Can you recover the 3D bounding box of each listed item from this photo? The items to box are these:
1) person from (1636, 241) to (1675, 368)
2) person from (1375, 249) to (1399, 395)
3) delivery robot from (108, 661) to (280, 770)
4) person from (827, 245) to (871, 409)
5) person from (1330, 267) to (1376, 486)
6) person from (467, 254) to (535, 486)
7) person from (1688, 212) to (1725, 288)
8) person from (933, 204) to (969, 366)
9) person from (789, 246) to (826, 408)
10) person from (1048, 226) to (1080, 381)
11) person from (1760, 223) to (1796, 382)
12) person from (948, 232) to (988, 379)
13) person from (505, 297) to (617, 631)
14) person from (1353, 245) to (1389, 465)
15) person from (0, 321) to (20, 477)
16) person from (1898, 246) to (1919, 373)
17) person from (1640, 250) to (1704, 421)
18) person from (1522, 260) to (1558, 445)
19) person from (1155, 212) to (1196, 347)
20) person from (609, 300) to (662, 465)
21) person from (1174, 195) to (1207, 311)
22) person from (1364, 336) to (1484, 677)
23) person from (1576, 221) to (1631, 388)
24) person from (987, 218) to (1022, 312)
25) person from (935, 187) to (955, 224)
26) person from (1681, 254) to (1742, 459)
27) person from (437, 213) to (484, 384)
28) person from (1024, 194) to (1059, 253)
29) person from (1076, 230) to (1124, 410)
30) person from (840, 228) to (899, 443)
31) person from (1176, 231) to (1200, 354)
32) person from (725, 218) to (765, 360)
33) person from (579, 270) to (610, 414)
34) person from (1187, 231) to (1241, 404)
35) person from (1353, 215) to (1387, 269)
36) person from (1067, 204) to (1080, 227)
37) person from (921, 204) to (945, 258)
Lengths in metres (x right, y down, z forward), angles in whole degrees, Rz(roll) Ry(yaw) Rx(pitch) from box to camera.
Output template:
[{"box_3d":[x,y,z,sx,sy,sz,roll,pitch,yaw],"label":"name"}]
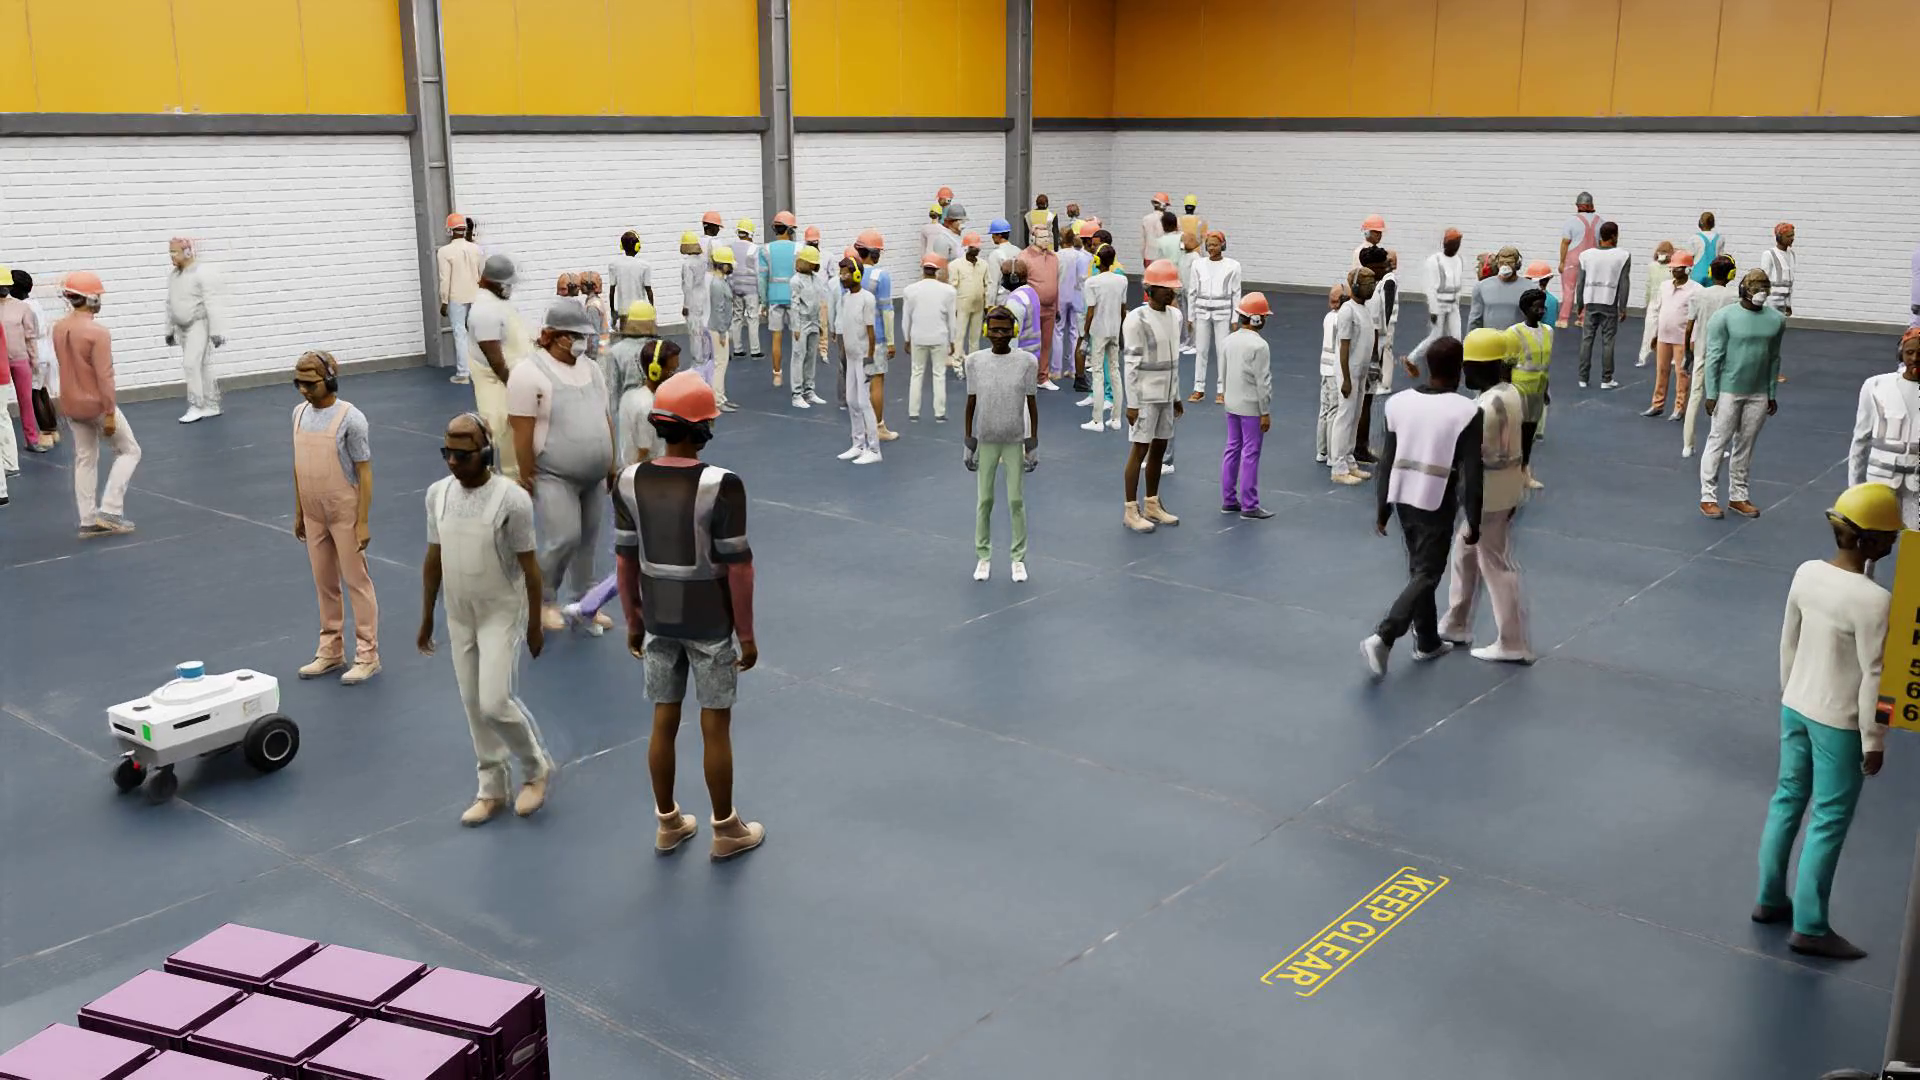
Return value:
[{"box_3d":[8.907,-2.986,21.021,0.832,1.591,0.542,-11,18,-38],"label":"person"},{"box_3d":[4.799,-2.463,18.830,0.308,1.640,0.511,1,14,5],"label":"person"},{"box_3d":[-3.564,0.809,7.763,0.477,0.478,0.707,10,17,33],"label":"delivery robot"},{"box_3d":[-1.137,-2.274,17.837,0.564,1.754,0.335,4,15,16],"label":"person"},{"box_3d":[3.356,-1.392,14.135,0.342,1.846,0.509,8,16,30],"label":"person"},{"box_3d":[-3.742,-1.347,13.557,0.541,2.000,0.945,0,14,-2],"label":"person"},{"box_3d":[10.284,-3.611,23.030,0.502,1.838,0.342,0,14,-2],"label":"person"},{"box_3d":[-0.028,-3.250,21.161,0.539,2.000,0.689,7,15,25],"label":"person"},{"box_3d":[-1.636,-2.309,18.026,0.325,1.733,0.487,9,16,31],"label":"person"},{"box_3d":[1.264,-2.824,19.889,0.516,1.835,0.358,-8,16,-28],"label":"person"},{"box_3d":[9.646,-2.796,19.669,0.578,1.883,0.353,-10,17,-34],"label":"person"},{"box_3d":[0.129,-2.818,20.021,0.563,1.750,0.334,-9,17,-32],"label":"person"},{"box_3d":[-2.311,-0.439,9.930,0.536,2.000,0.706,9,17,32],"label":"person"},{"box_3d":[3.647,-1.663,14.969,0.365,1.965,0.608,-2,14,-6],"label":"person"},{"box_3d":[-8.430,-1.406,14.410,0.354,1.739,0.570,-10,17,-36],"label":"person"},{"box_3d":[11.823,-2.945,20.251,0.645,1.895,0.401,-9,16,-31],"label":"person"},{"box_3d":[7.380,-2.109,17.181,0.332,1.753,0.561,-8,16,-30],"label":"person"},{"box_3d":[5.466,-1.785,15.889,0.334,1.749,0.575,11,18,38],"label":"person"},{"box_3d":[2.939,-3.479,22.444,0.681,1.864,0.427,-4,15,-16],"label":"person"},{"box_3d":[-2.400,-0.975,12.727,0.507,1.705,0.834,2,14,8],"label":"person"},{"box_3d":[3.638,-4.528,26.536,0.588,1.911,0.431,2,14,8],"label":"person"},{"box_3d":[2.551,-0.182,9.230,0.873,1.889,0.604,-12,18,-39],"label":"person"},{"box_3d":[7.440,-2.723,19.307,0.590,1.917,0.395,10,17,34],"label":"person"},{"box_3d":[0.511,-2.827,19.685,0.416,1.939,0.605,10,17,35],"label":"person"},{"box_3d":[-0.240,-4.877,27.750,0.376,1.997,0.612,-5,15,-21],"label":"person"},{"box_3d":[6.871,-1.666,15.180,0.531,1.870,0.317,11,18,37],"label":"person"},{"box_3d":[-5.874,-2.846,19.637,0.393,1.995,0.612,12,18,40],"label":"person"},{"box_3d":[1.412,-4.990,28.518,0.627,1.845,0.429,5,15,18],"label":"person"},{"box_3d":[1.535,-2.358,17.843,0.390,1.920,0.588,-7,16,-27],"label":"person"},{"box_3d":[-0.862,-1.958,15.994,0.607,2.044,0.377,10,17,35],"label":"person"},{"box_3d":[3.049,-3.293,22.184,0.299,1.626,0.500,-4,15,-15],"label":"person"},{"box_3d":[-2.781,-3.258,21.633,0.593,1.826,0.403,7,16,26],"label":"person"},{"box_3d":[-3.544,-1.792,16.146,0.307,1.641,0.514,-3,14,-11],"label":"person"},{"box_3d":[2.773,-2.435,18.222,0.584,1.882,0.345,6,15,22],"label":"person"},{"box_3d":[4.736,-2.766,19.323,0.377,1.992,0.622,9,16,31],"label":"person"},{"box_3d":[2.026,-5.130,29.510,0.312,1.634,0.514,3,14,13],"label":"person"},{"box_3d":[-0.391,-4.520,26.816,0.517,1.757,0.342,7,16,27],"label":"person"}]
